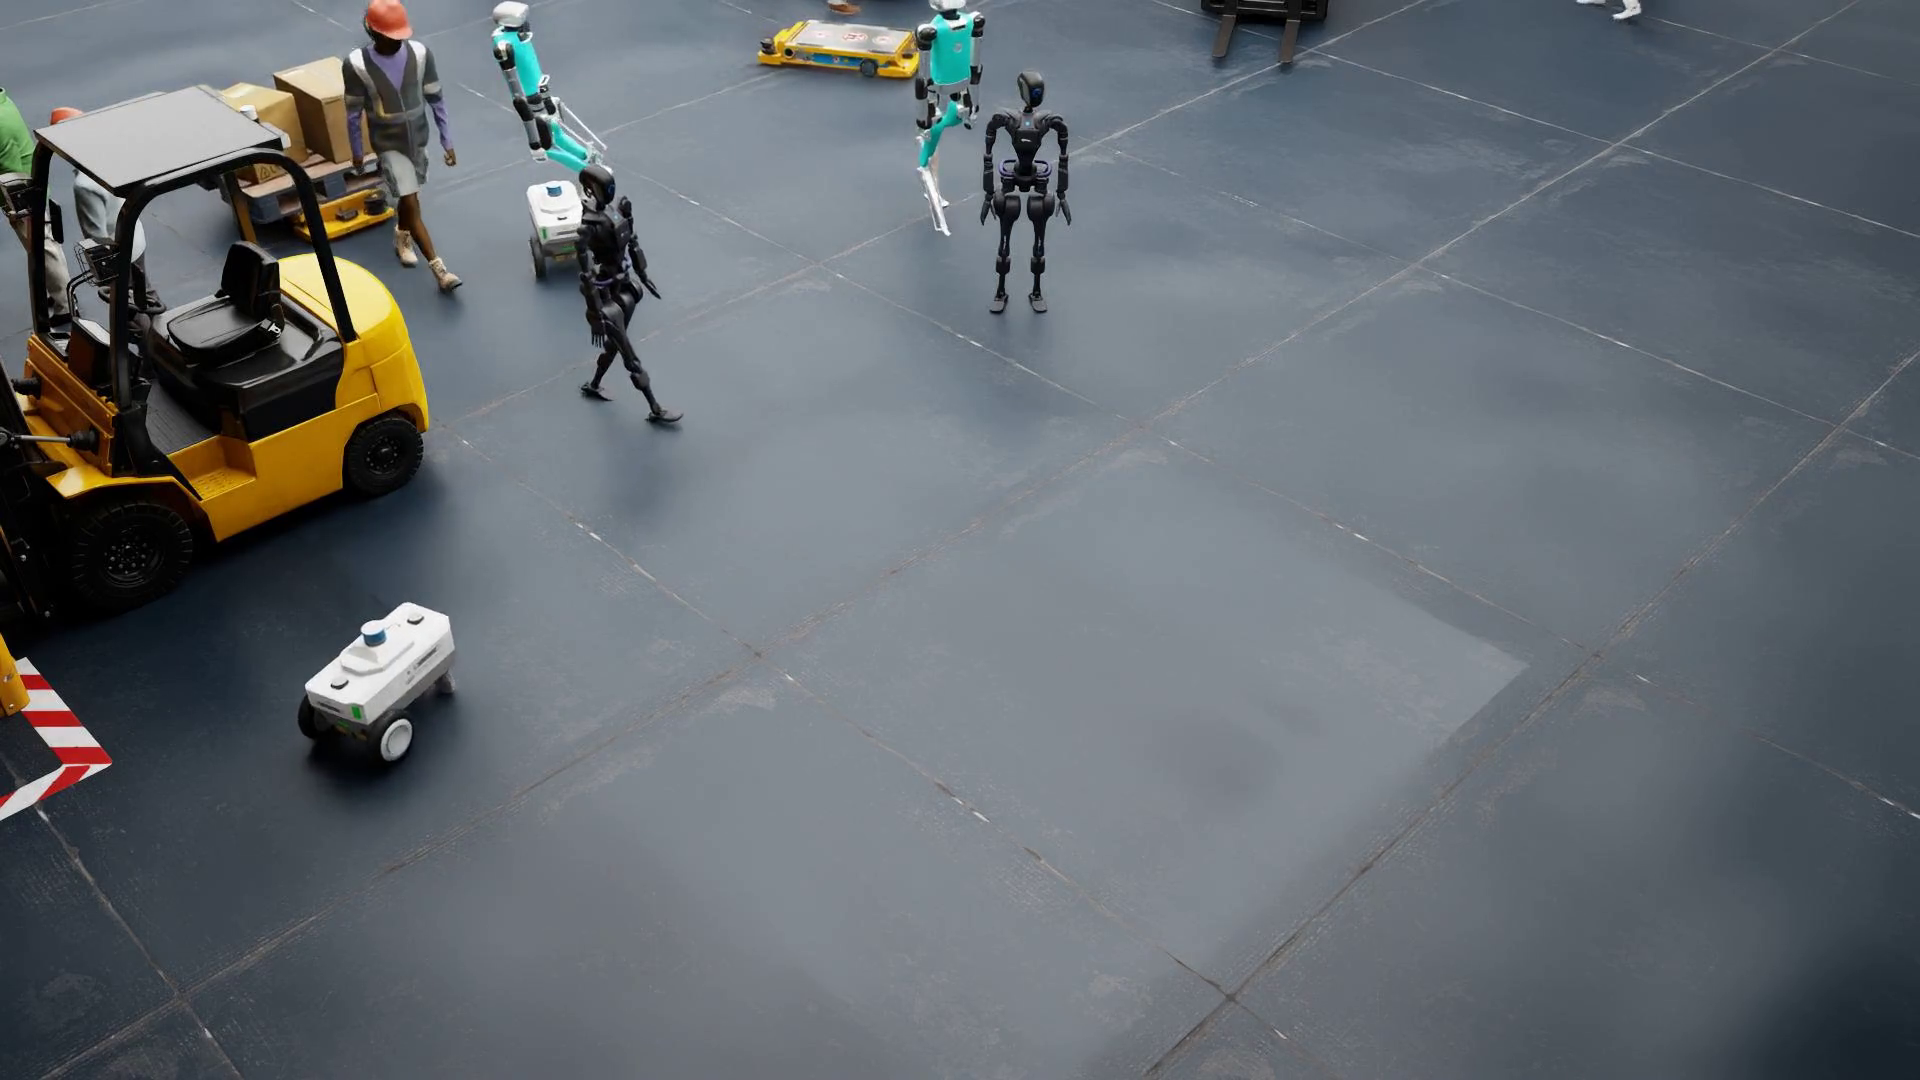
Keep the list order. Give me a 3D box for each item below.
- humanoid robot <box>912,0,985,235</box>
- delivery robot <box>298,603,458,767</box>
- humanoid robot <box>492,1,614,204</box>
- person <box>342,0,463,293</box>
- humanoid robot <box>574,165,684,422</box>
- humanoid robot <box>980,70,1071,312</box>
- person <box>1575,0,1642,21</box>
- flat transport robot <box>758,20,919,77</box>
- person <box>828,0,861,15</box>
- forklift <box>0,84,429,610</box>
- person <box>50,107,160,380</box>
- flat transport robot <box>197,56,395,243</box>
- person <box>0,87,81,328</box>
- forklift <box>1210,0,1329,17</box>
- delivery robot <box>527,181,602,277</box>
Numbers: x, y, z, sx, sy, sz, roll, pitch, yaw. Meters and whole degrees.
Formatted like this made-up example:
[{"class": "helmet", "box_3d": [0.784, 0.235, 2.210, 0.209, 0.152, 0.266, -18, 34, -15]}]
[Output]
[{"class": "humanoid robot", "box_3d": [-0.185, -3.115, 11.965, 0.541, 1.802, 0.827, -21, 42, -26]}, {"class": "delivery robot", "box_3d": [-2.755, 0.669, 7.879, 0.525, 0.614, 0.786, 16, 40, 21]}, {"class": "humanoid robot", "box_3d": [-2.704, -2.876, 11.613, 0.867, 1.769, 0.603, 2, 37, 2]}, {"class": "person", "box_3d": [-3.712, -2.652, 11.125, 0.633, 1.980, 1.059, -28, 45, -32]}, {"class": "humanoid robot", "box_3d": [-2.020, -1.467, 9.829, 0.792, 1.631, 0.603, 15, 39, 19]}, {"class": "humanoid robot", "box_3d": [0.432, -2.256, 10.826, 0.599, 1.659, 0.315, 1, 37, 1]}, {"class": "person", "box_3d": [6.237, -5.717, 15.526, 0.537, 1.617, 0.596, 8, 37, 10]}, {"class": "flat transport robot", "box_3d": [-1.028, -4.399, 14.886, 1.431, 0.231, 0.659, 9, 38, 12]}, {"class": "person", "box_3d": [-0.885, -5.934, 15.602, 0.904, 1.873, 0.659, -8, 38, -11]}, {"class": "forklift", "box_3d": [-4.145, -1.093, 8.856, 2.313, 2.155, 1.214, -31, 47, -34]}, {"class": "person", "box_3d": [-5.186, -1.806, 10.186, 0.347, 1.739, 0.571, -4, 37, -5]}, {"class": "flat transport robot", "box_3d": [-4.919, -2.618, 12.501, 1.431, 0.231, 0.659, 30, 46, 34]}, {"class": "person", "box_3d": [-6.079, -2.235, 10.724, 0.383, 1.784, 0.541, -15, 39, -19]}, {"class": "forklift", "box_3d": [3.106, -6.400, 15.960, 1.214, 2.155, 2.313, 8, 37, 10]}, {"class": "delivery robot", "box_3d": [-2.821, -2.220, 11.741, 0.499, 0.608, 0.790, -12, 38, -16]}]
